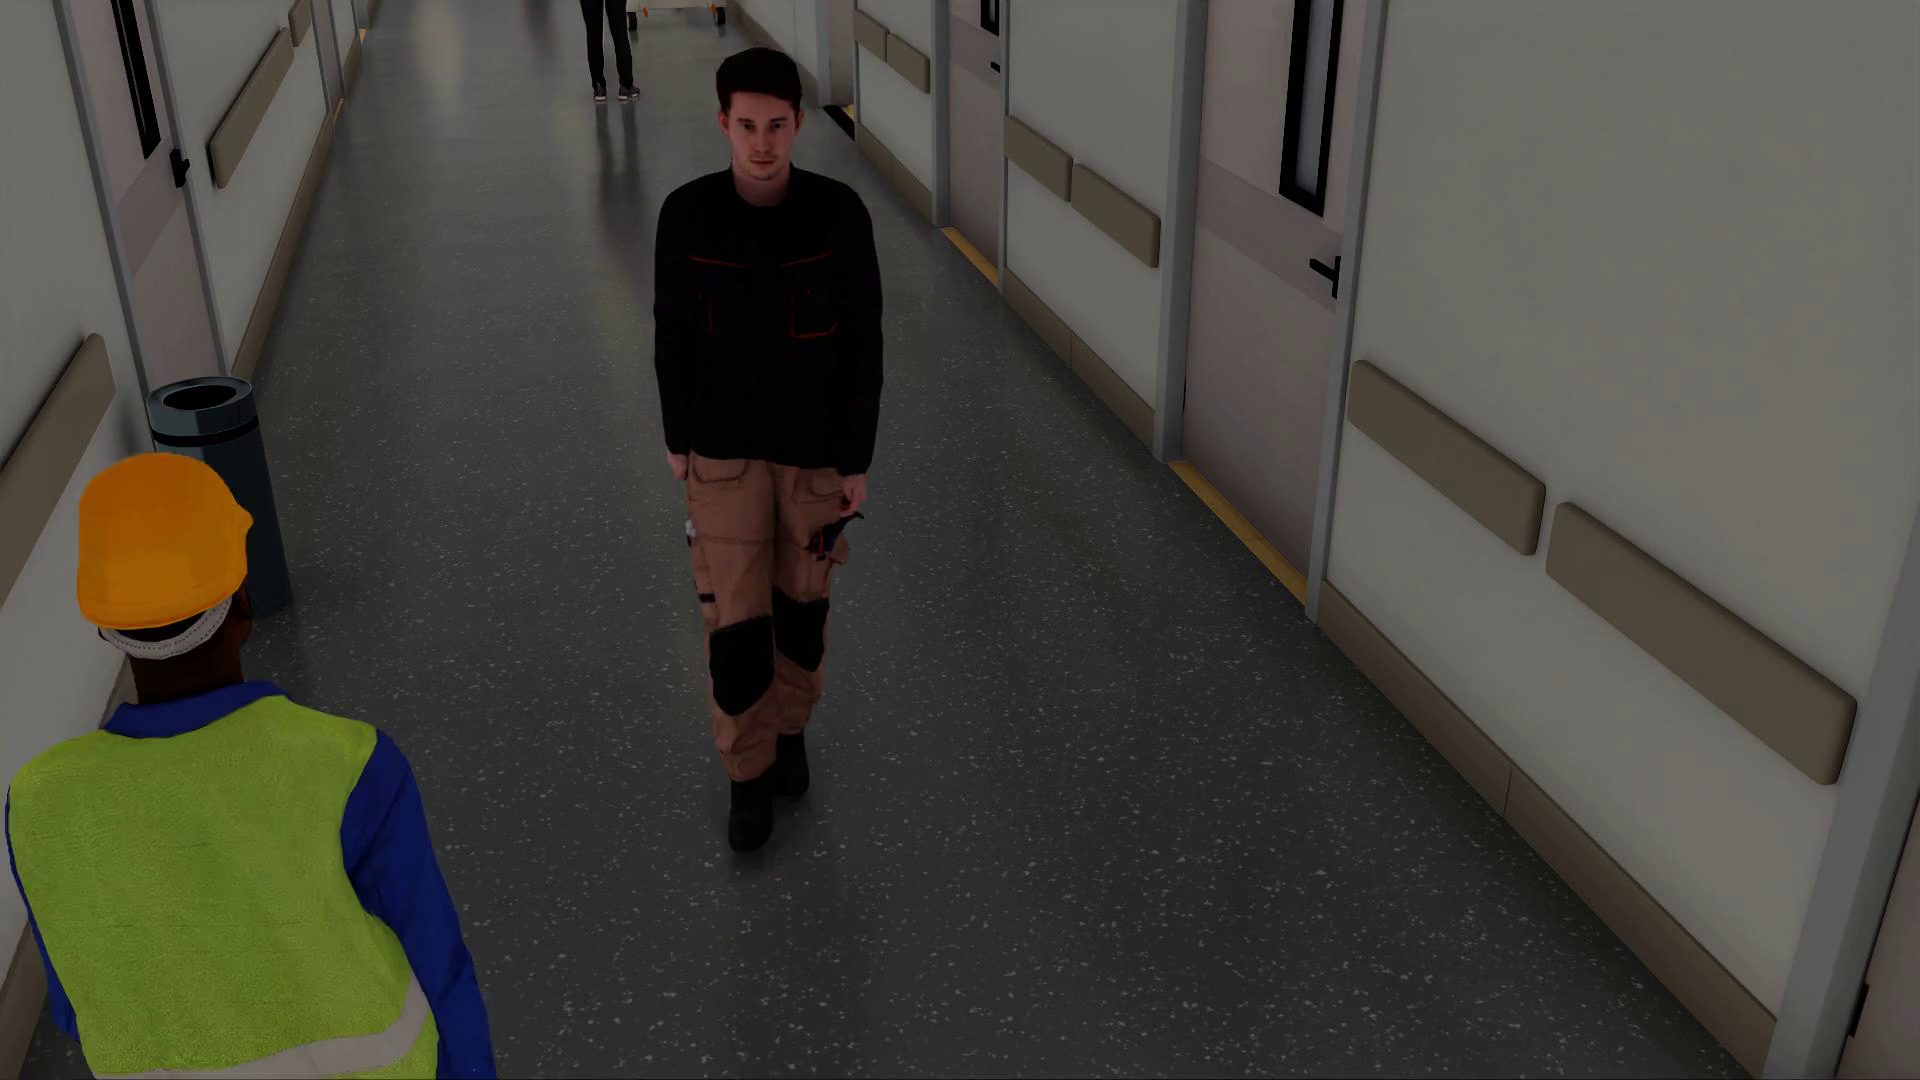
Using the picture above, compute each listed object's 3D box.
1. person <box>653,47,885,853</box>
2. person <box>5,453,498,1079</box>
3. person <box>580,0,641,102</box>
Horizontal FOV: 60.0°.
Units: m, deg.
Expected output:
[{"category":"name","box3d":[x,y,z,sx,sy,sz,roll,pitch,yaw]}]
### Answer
[{"category":"person","box3d":[-0.455,-0.233,4.033,0.745,1.901,0.754,-4,26,-7]},{"category":"person","box3d":[-0.805,0.805,2.019,1.044,1.782,0.753,-5,26,-10]},{"category":"person","box3d":[-2.685,-4.226,12.422,0.581,1.808,0.736,0,26,1]}]
